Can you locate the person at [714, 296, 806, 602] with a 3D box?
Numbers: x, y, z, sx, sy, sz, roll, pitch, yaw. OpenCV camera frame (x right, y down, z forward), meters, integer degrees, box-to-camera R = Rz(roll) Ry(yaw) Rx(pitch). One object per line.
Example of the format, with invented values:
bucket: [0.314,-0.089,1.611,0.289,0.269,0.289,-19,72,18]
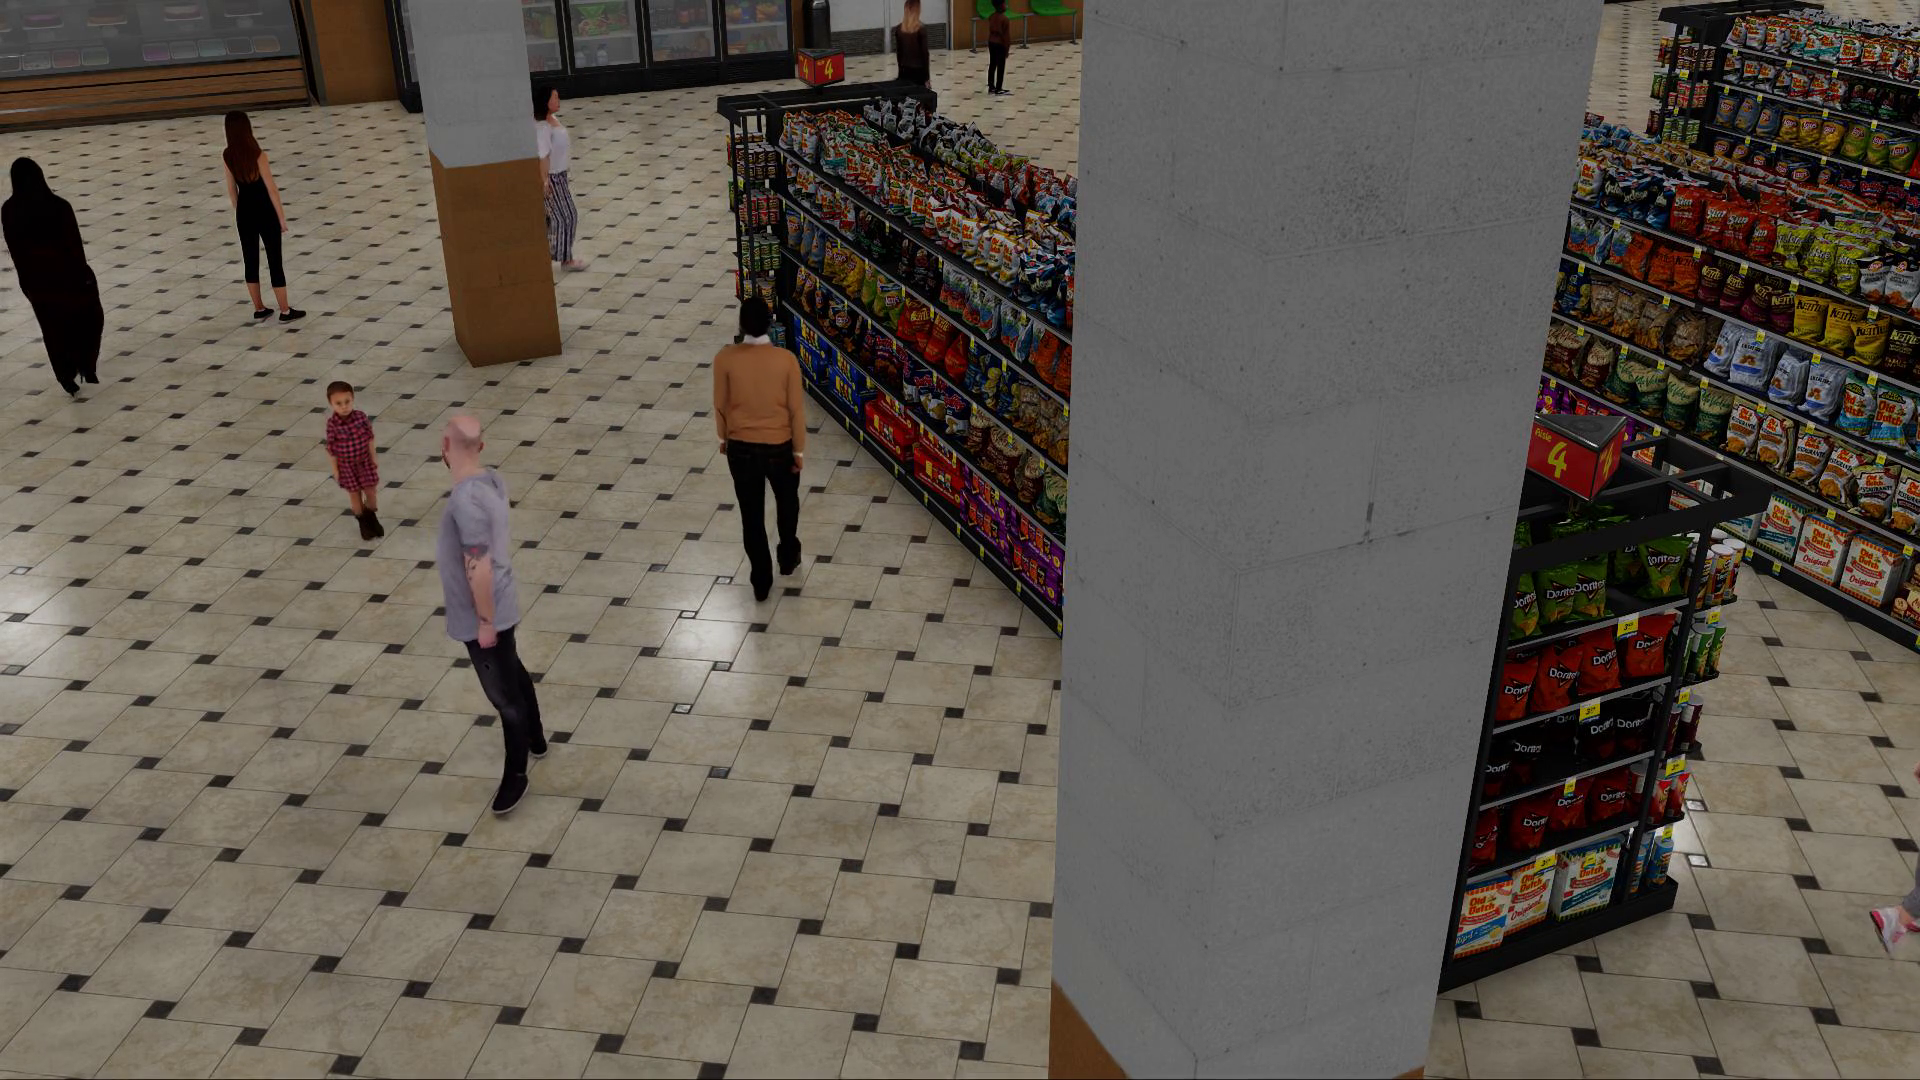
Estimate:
person: [-1.105,-0.464,9.237,0.803,1.735,0.899,-3,27,-5]

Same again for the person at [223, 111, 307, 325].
person: [-5.704,-2.610,13.477,0.651,1.726,0.684,5,27,11]

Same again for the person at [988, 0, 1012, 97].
person: [0.485,-6.383,21.440,0.621,1.253,0.490,-22,34,-37]

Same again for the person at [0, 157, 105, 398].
person: [-6.521,-1.842,11.946,0.749,1.741,0.738,-4,27,-9]

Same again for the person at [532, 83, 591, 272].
person: [-3.695,-3.194,14.700,0.898,1.661,0.955,-3,27,-7]

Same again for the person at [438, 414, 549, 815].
person: [-2.127,0.343,7.562,0.991,1.810,0.685,-10,29,-19]

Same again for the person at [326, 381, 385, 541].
person: [-3.685,-0.502,10.107,0.445,1.013,0.444,-15,31,-27]

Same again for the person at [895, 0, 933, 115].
person: [-0.572,-5.131,18.492,0.821,1.686,0.873,17,32,30]
